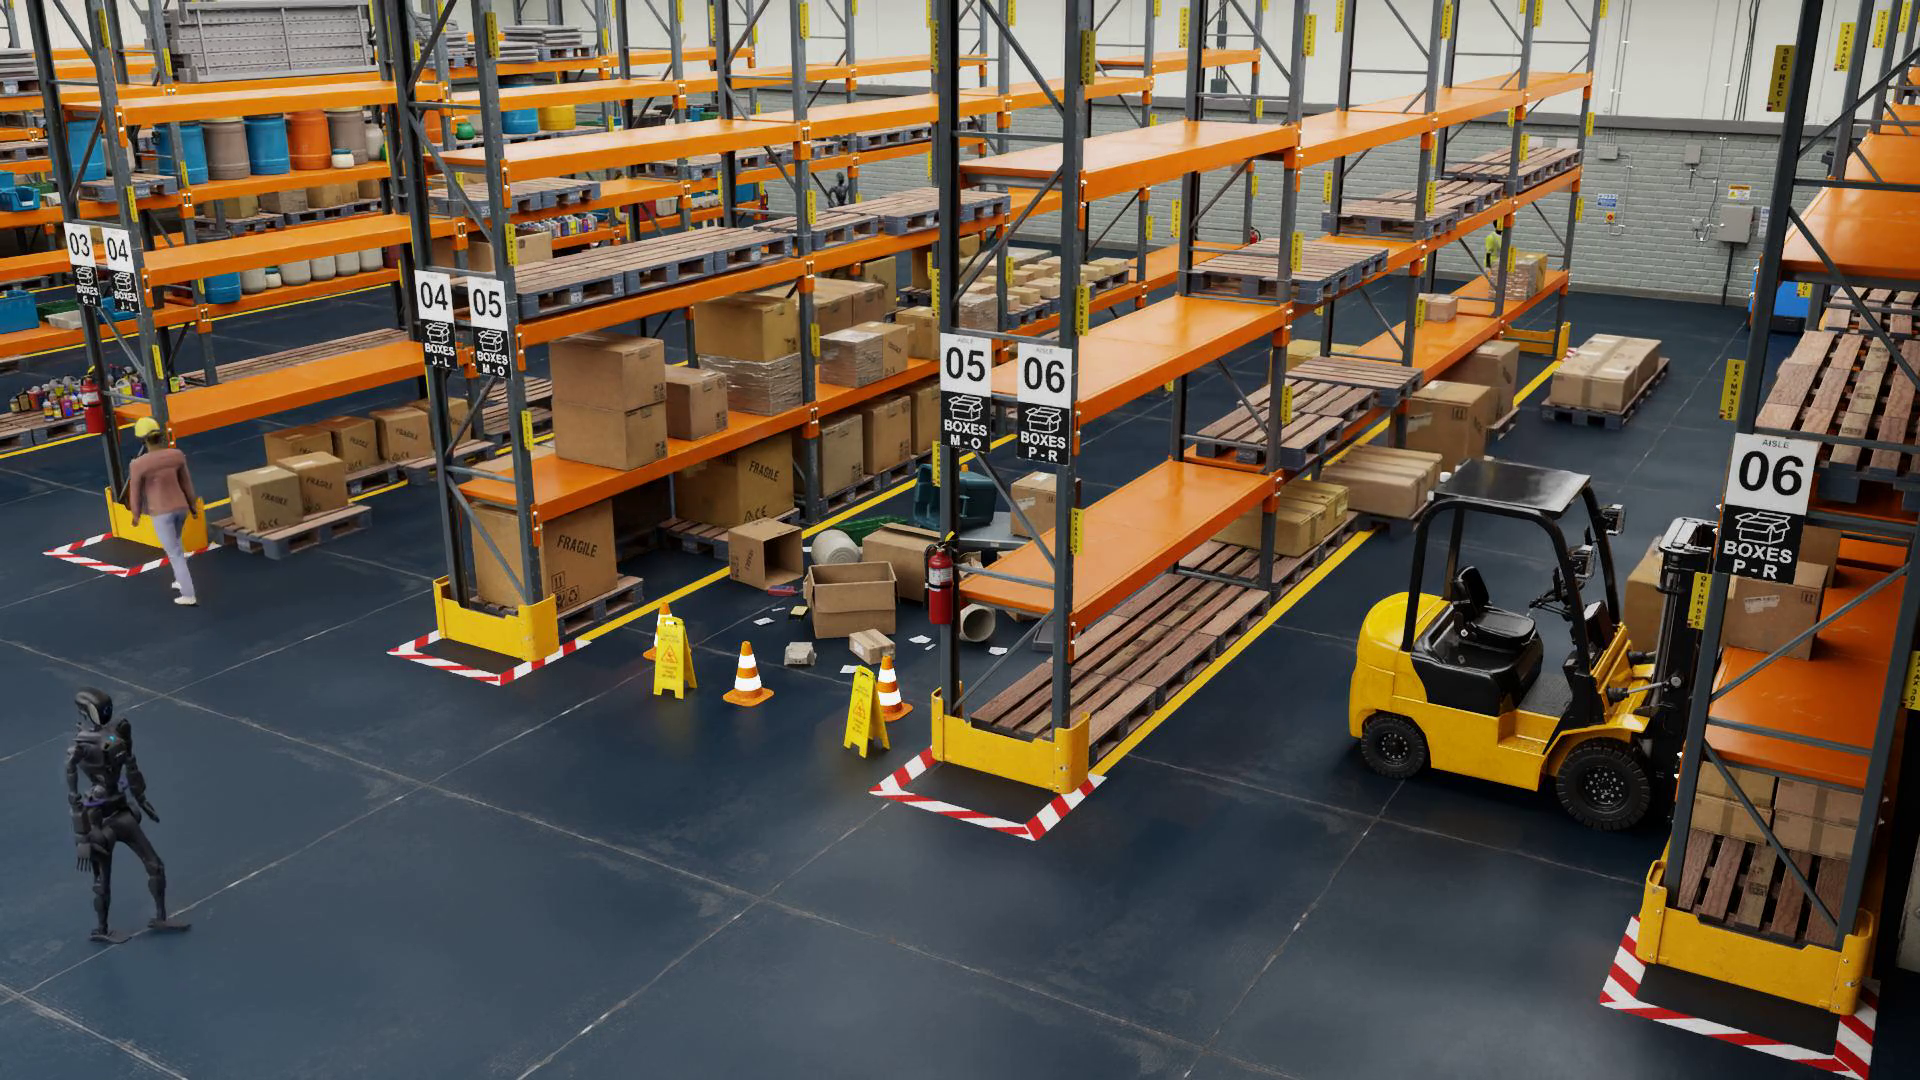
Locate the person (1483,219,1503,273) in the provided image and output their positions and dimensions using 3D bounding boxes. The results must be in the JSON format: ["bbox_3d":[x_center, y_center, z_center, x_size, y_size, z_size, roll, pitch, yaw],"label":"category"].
[{"bbox_3d":[8.847,-4.531,27.526,0.536,1.695,0.320,-17,25,-40],"label":"person"}]

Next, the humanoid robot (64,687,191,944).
[{"bbox_3d":[-4.962,1.629,9.766,0.596,1.638,0.609,4,19,11],"label":"humanoid robot"}]

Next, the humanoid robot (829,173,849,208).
[{"bbox_3d":[-2.348,-6.549,33.440,0.603,1.630,0.711,-10,21,-26],"label":"humanoid robot"}]

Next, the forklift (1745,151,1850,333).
[{"bbox_3d":[13.620,-4.667,26.137,1.873,2.768,1.129,11,22,29],"label":"forklift"}]

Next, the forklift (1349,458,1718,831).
[{"bbox_3d":[3.988,0.658,11.776,2.313,2.155,1.214,11,22,29],"label":"forklift"}]

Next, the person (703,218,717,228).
[{"bbox_3d":[-5.252,-7.052,34.834,0.488,1.688,0.350,-6,20,-17],"label":"person"}]

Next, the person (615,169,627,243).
[{"bbox_3d":[-6.691,-6.483,33.064,0.557,1.751,0.920,12,22,30],"label":"person"}]

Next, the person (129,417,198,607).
[{"bbox_3d":[-7.263,-0.265,15.138,0.719,1.732,0.532,10,21,27],"label":"person"}]
